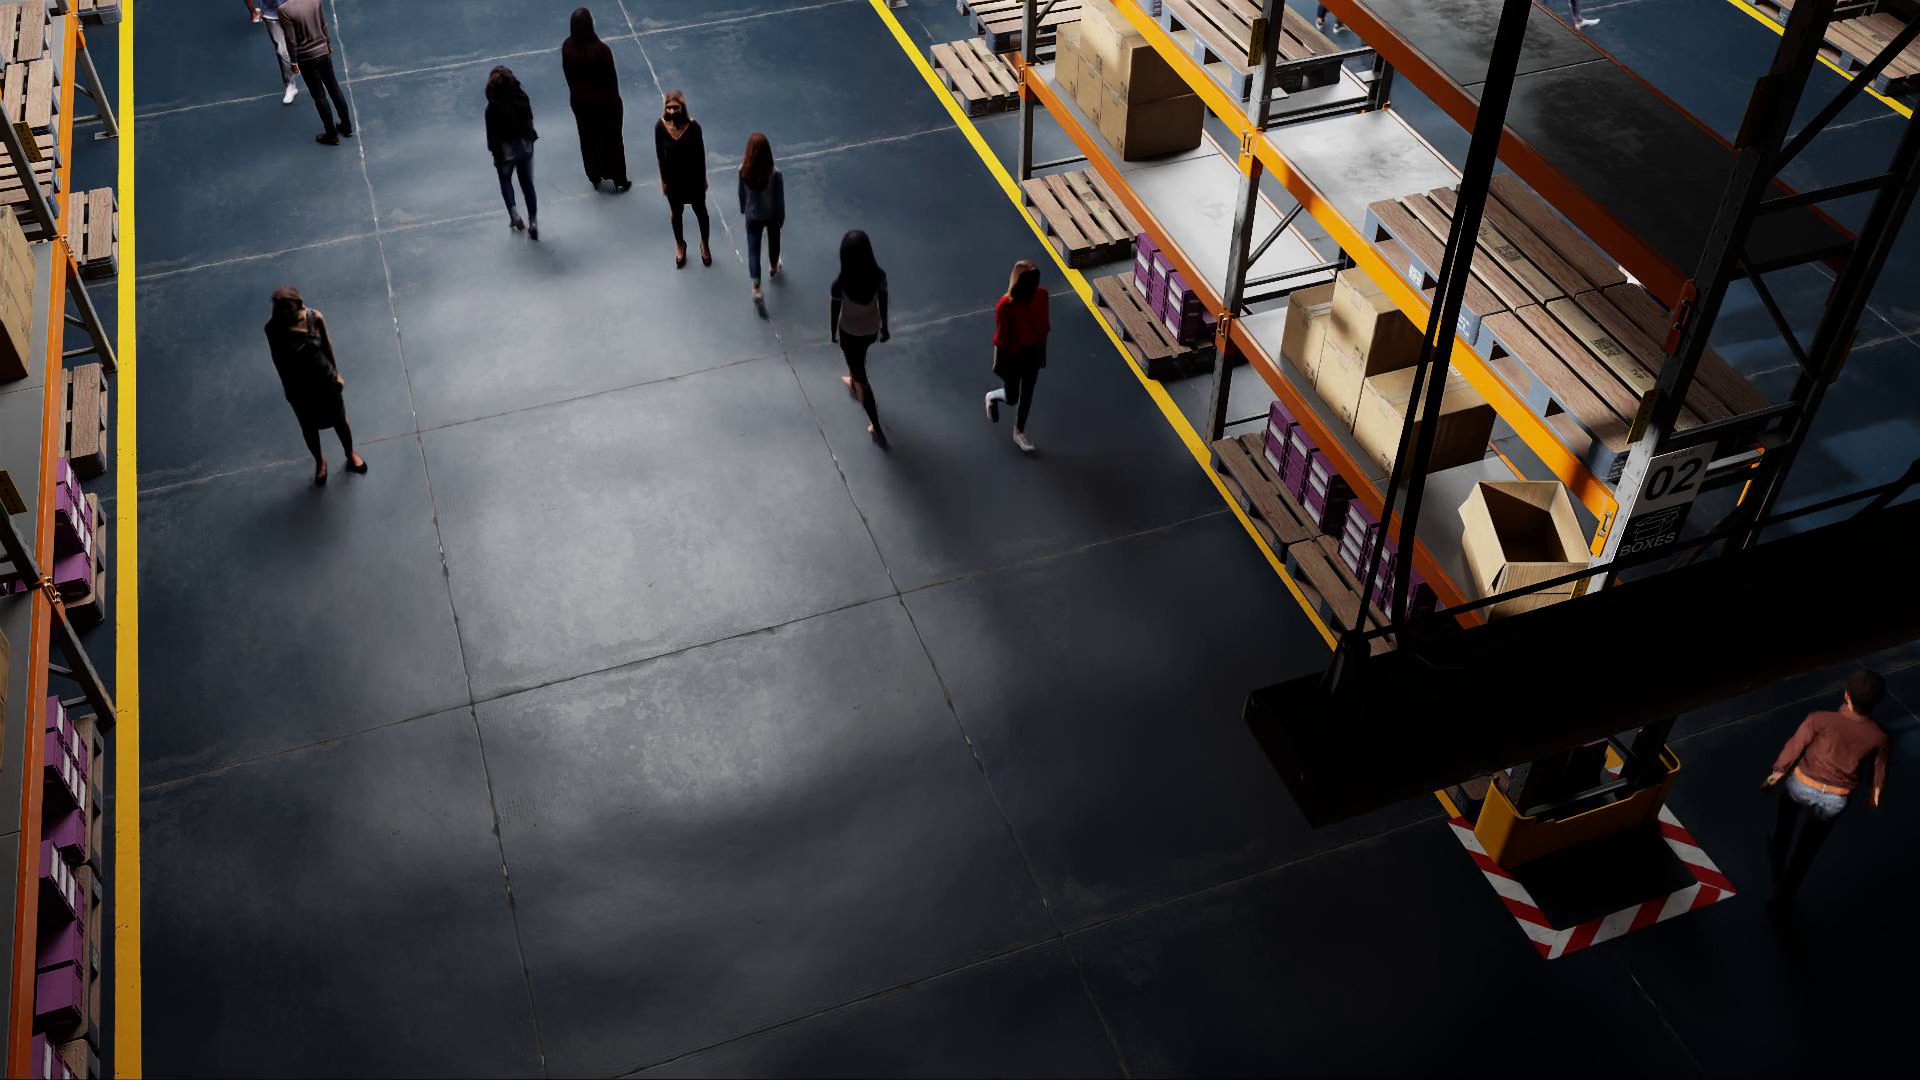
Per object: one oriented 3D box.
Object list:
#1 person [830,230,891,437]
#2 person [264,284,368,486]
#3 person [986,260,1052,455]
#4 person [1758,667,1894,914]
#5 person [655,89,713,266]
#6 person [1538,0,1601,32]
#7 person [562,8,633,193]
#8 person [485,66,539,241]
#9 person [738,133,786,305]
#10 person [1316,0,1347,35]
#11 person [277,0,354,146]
[{"bbox_3d":[-0.742,-1.547,12.639,0.699,1.665,1.130,-20,47,-19],"label":"person"},{"bbox_3d":[-4.763,-1.178,12.224,0.577,1.703,0.512,-17,46,-17],"label":"person"},{"bbox_3d":[0.413,-1.431,12.494,0.715,1.696,0.847,-23,48,-23],"label":"person"},{"bbox_3d":[4.840,1.474,9.408,1.016,1.747,1.075,20,47,19],"label":"person"},{"bbox_3d":[-2.361,-3.102,14.264,0.606,1.675,0.576,-2,44,-2],"label":"person"},{"bbox_3d":[6.223,-6.001,17.315,0.933,1.664,1.080,2,44,2],"label":"person"},{"bbox_3d":[-3.319,-3.992,15.138,0.770,1.757,0.812,13,45,14],"label":"person"},{"bbox_3d":[-3.873,-3.357,14.576,0.656,1.613,0.641,-22,48,-21],"label":"person"},{"bbox_3d":[-1.676,-2.683,13.984,0.851,1.453,1.072,3,44,3],"label":"person"},{"bbox_3d":[4.034,-6.140,17.488,0.639,1.626,0.699,17,46,17],"label":"person"},{"bbox_3d":[-6.132,-4.600,15.768,0.736,1.769,0.712,-18,47,-18],"label":"person"}]
